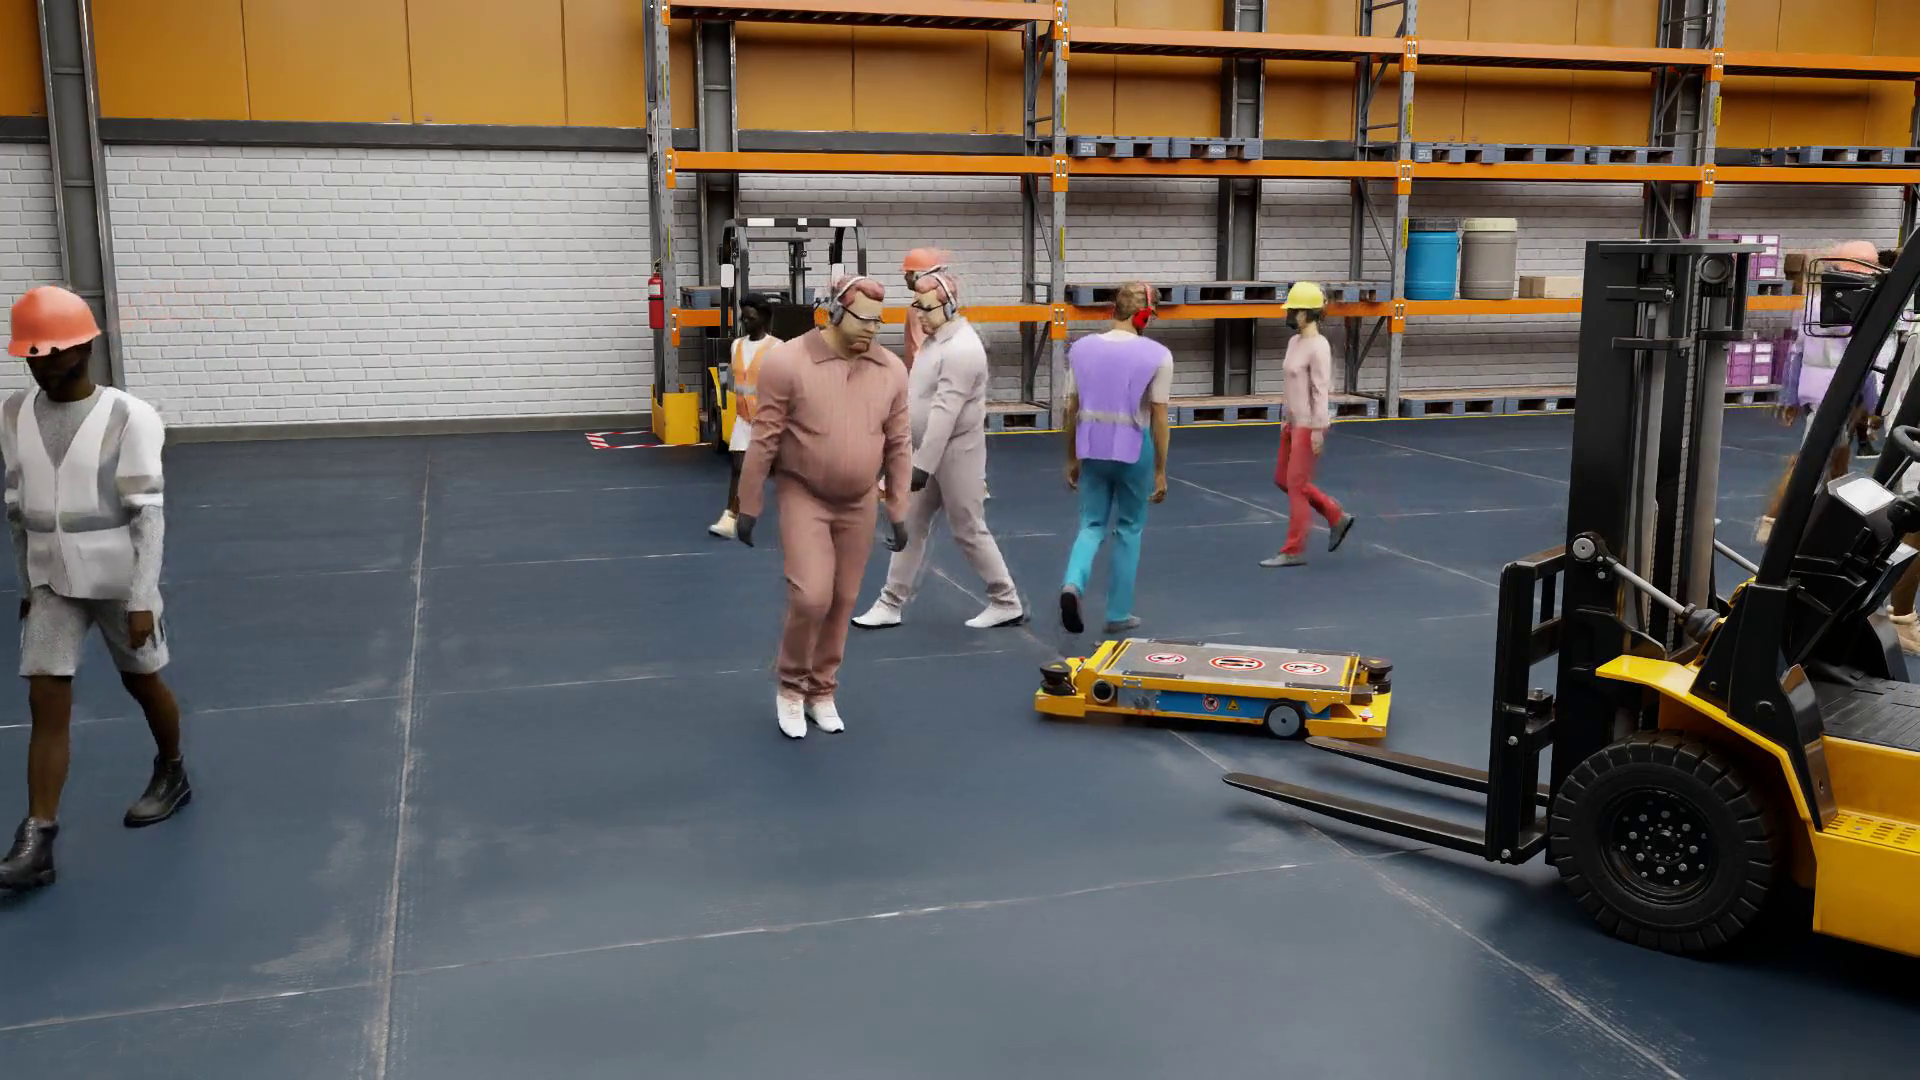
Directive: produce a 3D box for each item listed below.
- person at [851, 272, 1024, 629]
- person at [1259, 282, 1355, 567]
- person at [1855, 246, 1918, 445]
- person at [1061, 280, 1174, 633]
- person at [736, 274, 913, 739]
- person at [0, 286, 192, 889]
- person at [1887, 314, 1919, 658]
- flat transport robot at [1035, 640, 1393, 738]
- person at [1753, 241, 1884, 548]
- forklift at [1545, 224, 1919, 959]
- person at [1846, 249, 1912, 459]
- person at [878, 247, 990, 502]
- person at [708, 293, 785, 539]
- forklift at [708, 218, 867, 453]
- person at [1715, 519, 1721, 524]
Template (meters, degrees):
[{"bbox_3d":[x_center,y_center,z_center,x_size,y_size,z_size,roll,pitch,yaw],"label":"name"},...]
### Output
[{"bbox_3d":[-0.070,-0.426,8.458,0.876,1.856,0.653,-5,11,-23],"label":"person"},{"bbox_3d":[2.146,-0.702,10.194,0.557,1.753,0.538,-1,10,-7],"label":"person"},{"bbox_3d":[9.055,-1.881,16.183,0.361,1.933,0.630,-7,12,-34],"label":"person"},{"bbox_3d":[0.760,-0.384,8.307,0.587,1.812,0.651,5,12,27],"label":"person"},{"bbox_3d":[-0.527,-0.126,6.722,0.729,1.871,0.503,-6,12,-28],"label":"person"},{"bbox_3d":[-2.821,0.123,5.372,0.556,1.870,1.038,0,10,1],"label":"person"},{"bbox_3d":[4.723,-0.453,8.041,0.365,2.048,0.607,6,12,28],"label":"person"},{"bbox_3d":[1.092,0.611,7.077,1.431,0.197,0.652,3,11,16],"label":"flat transport robot"},{"bbox_3d":[5.660,-0.912,10.723,1.010,1.983,0.622,0,10,0],"label":"person"},{"bbox_3d":[2.909,0.117,4.508,2.313,2.155,1.214,9,14,40],"label":"forklift"},{"bbox_3d":[8.124,-1.643,14.925,0.890,1.928,0.613,-7,12,-32],"label":"person"},{"bbox_3d":[-0.230,-1.218,12.523,1.039,1.949,0.646,4,11,23],"label":"person"},{"bbox_3d":[-1.344,-0.845,11.271,0.539,1.645,0.927,7,12,33],"label":"person"},{"bbox_3d":[-1.522,-1.778,14.899,1.214,2.155,2.313,-3,11,-17],"label":"forklift"},{"bbox_3d":[5.008,-0.861,11.499,0.736,1.600,0.517,-2,11,-10],"label":"person"}]
